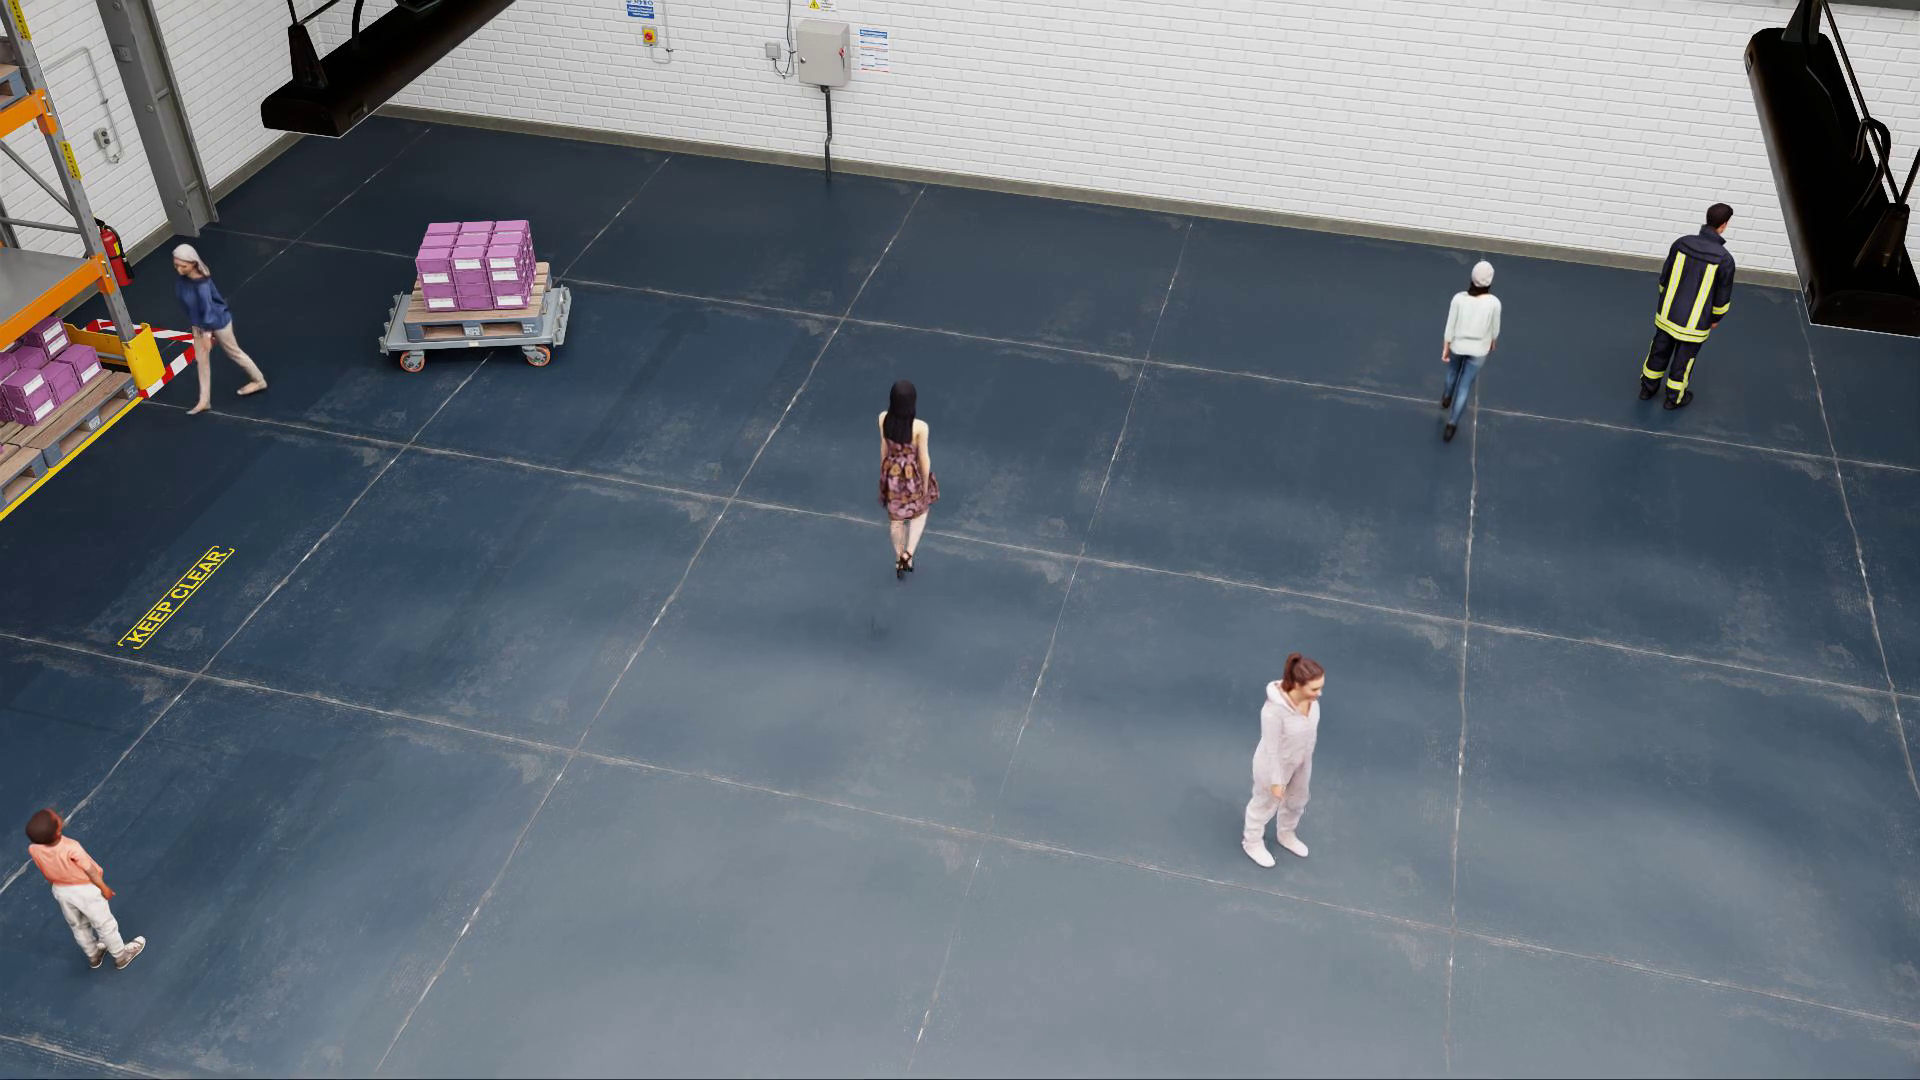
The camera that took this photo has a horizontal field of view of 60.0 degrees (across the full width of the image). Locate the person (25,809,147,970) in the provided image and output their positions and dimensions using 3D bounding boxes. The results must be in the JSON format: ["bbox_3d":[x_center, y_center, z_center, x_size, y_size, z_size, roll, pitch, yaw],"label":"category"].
[{"bbox_3d":[-5.195,2.056,9.784,0.514,1.308,0.523,3,39,4],"label":"person"}]

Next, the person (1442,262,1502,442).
[{"bbox_3d":[4.313,-1.585,14.100,0.663,1.612,1.001,14,41,17],"label":"person"}]

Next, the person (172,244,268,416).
[{"bbox_3d":[-6.450,-1.895,14.466,1.113,1.639,0.922,-30,47,-32],"label":"person"}]

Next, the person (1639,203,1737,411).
[{"bbox_3d":[6.308,-2.021,14.398,0.893,1.922,0.894,-30,47,-32],"label":"person"}]

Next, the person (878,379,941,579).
[{"bbox_3d":[-0.447,-0.394,12.487,0.642,1.762,0.697,12,40,14],"label":"person"}]

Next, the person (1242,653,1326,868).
[{"bbox_3d":[1.977,1.341,10.378,0.741,1.684,0.816,-25,45,-27],"label":"person"}]
